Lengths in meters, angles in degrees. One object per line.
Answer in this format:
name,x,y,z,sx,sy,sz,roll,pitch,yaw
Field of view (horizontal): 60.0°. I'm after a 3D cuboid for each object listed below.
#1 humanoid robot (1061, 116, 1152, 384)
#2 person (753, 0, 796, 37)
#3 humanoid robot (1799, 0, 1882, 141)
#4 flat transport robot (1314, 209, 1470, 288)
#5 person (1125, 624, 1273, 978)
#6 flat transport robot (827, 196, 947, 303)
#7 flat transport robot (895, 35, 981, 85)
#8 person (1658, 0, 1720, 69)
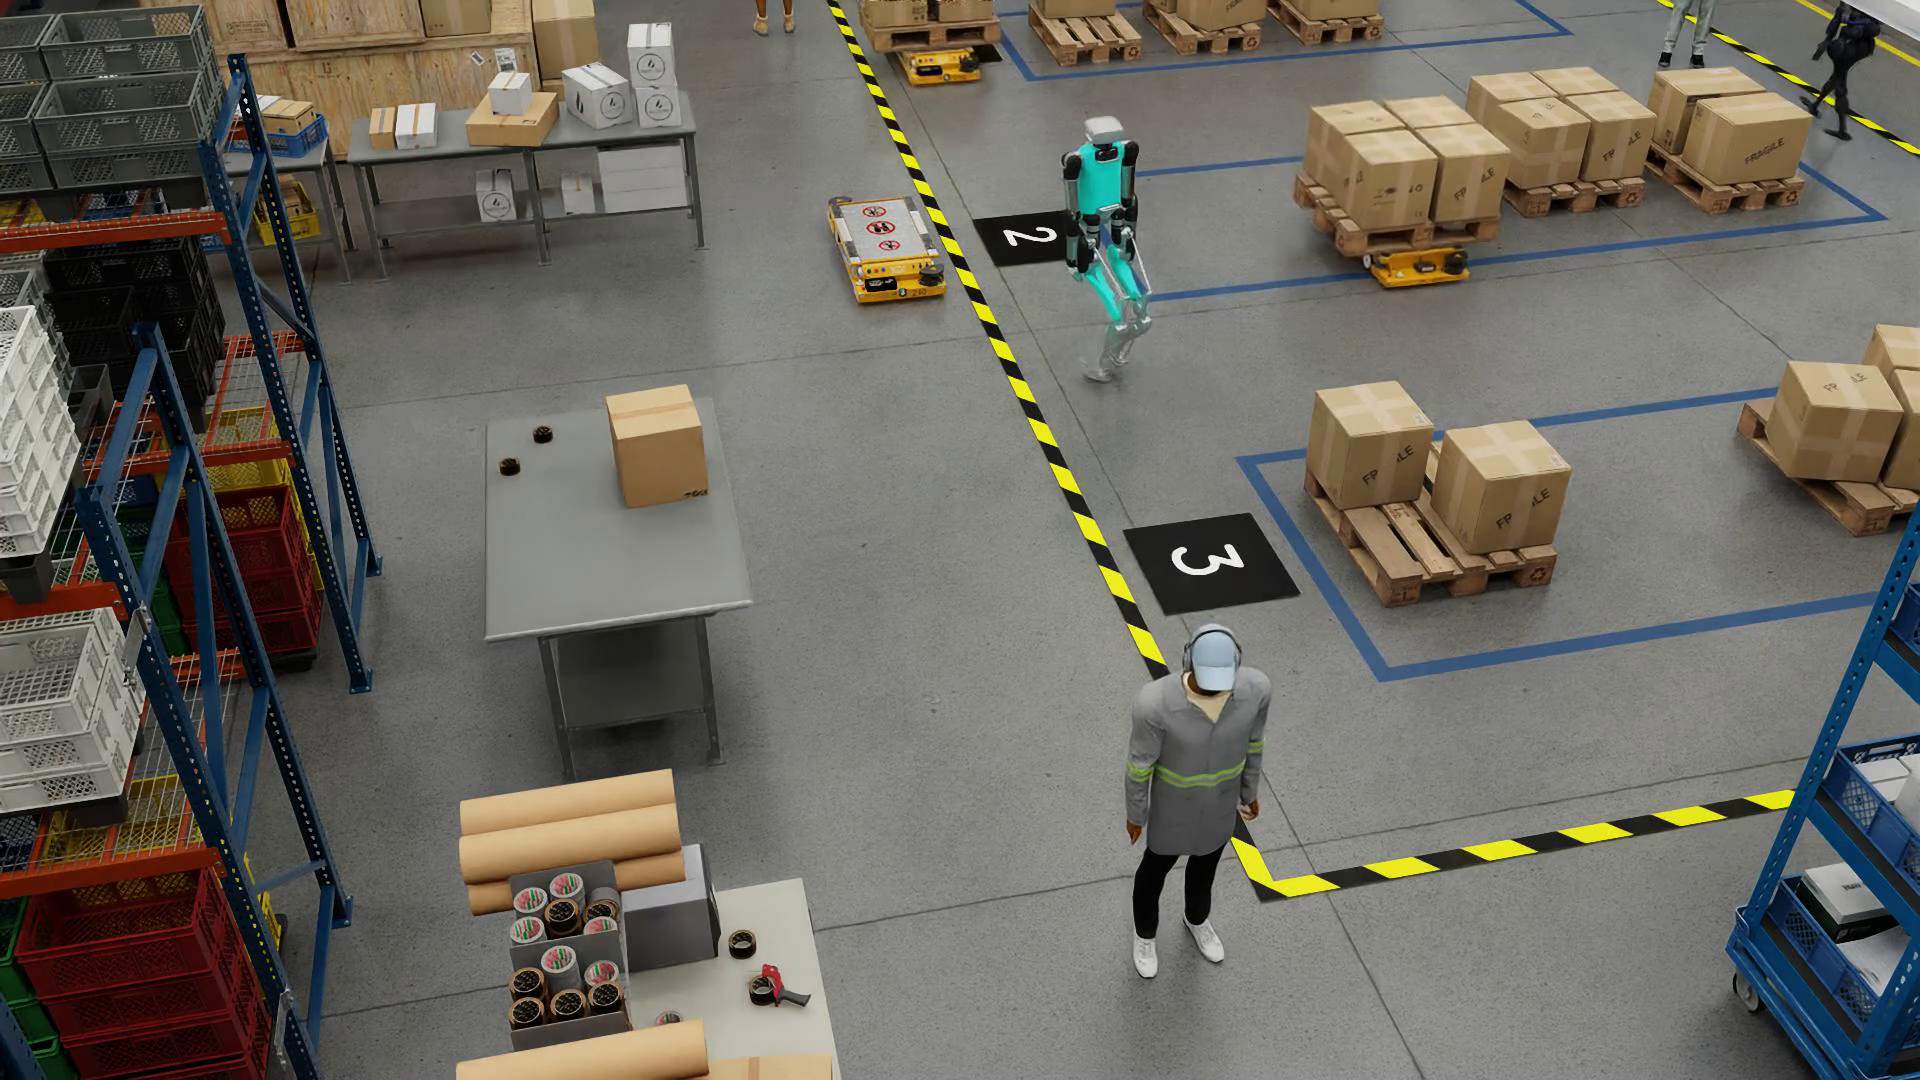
humanoid robot,1.015,-1.743,10.676,0.537,1.800,0.800,-17,40,-22
person,-1.877,-5.886,15.987,0.607,2.035,0.400,-9,38,-12
humanoid robot,7.580,-4.308,14.195,0.613,1.622,0.756,-14,39,-19
flat transport robot,3.278,-2.360,12.702,0.652,0.197,1.431,-8,37,-10
person,0.962,1.069,6.790,0.598,1.850,0.385,-9,38,-12
flat transport robot,-0.570,-2.220,12.538,0.659,0.231,1.431,-8,37,-10
flat transport robot,-0.281,-4.714,15.866,0.652,0.197,1.431,-8,37,-10
person,6.889,-5.279,15.335,0.589,1.837,0.404,8,37,10
